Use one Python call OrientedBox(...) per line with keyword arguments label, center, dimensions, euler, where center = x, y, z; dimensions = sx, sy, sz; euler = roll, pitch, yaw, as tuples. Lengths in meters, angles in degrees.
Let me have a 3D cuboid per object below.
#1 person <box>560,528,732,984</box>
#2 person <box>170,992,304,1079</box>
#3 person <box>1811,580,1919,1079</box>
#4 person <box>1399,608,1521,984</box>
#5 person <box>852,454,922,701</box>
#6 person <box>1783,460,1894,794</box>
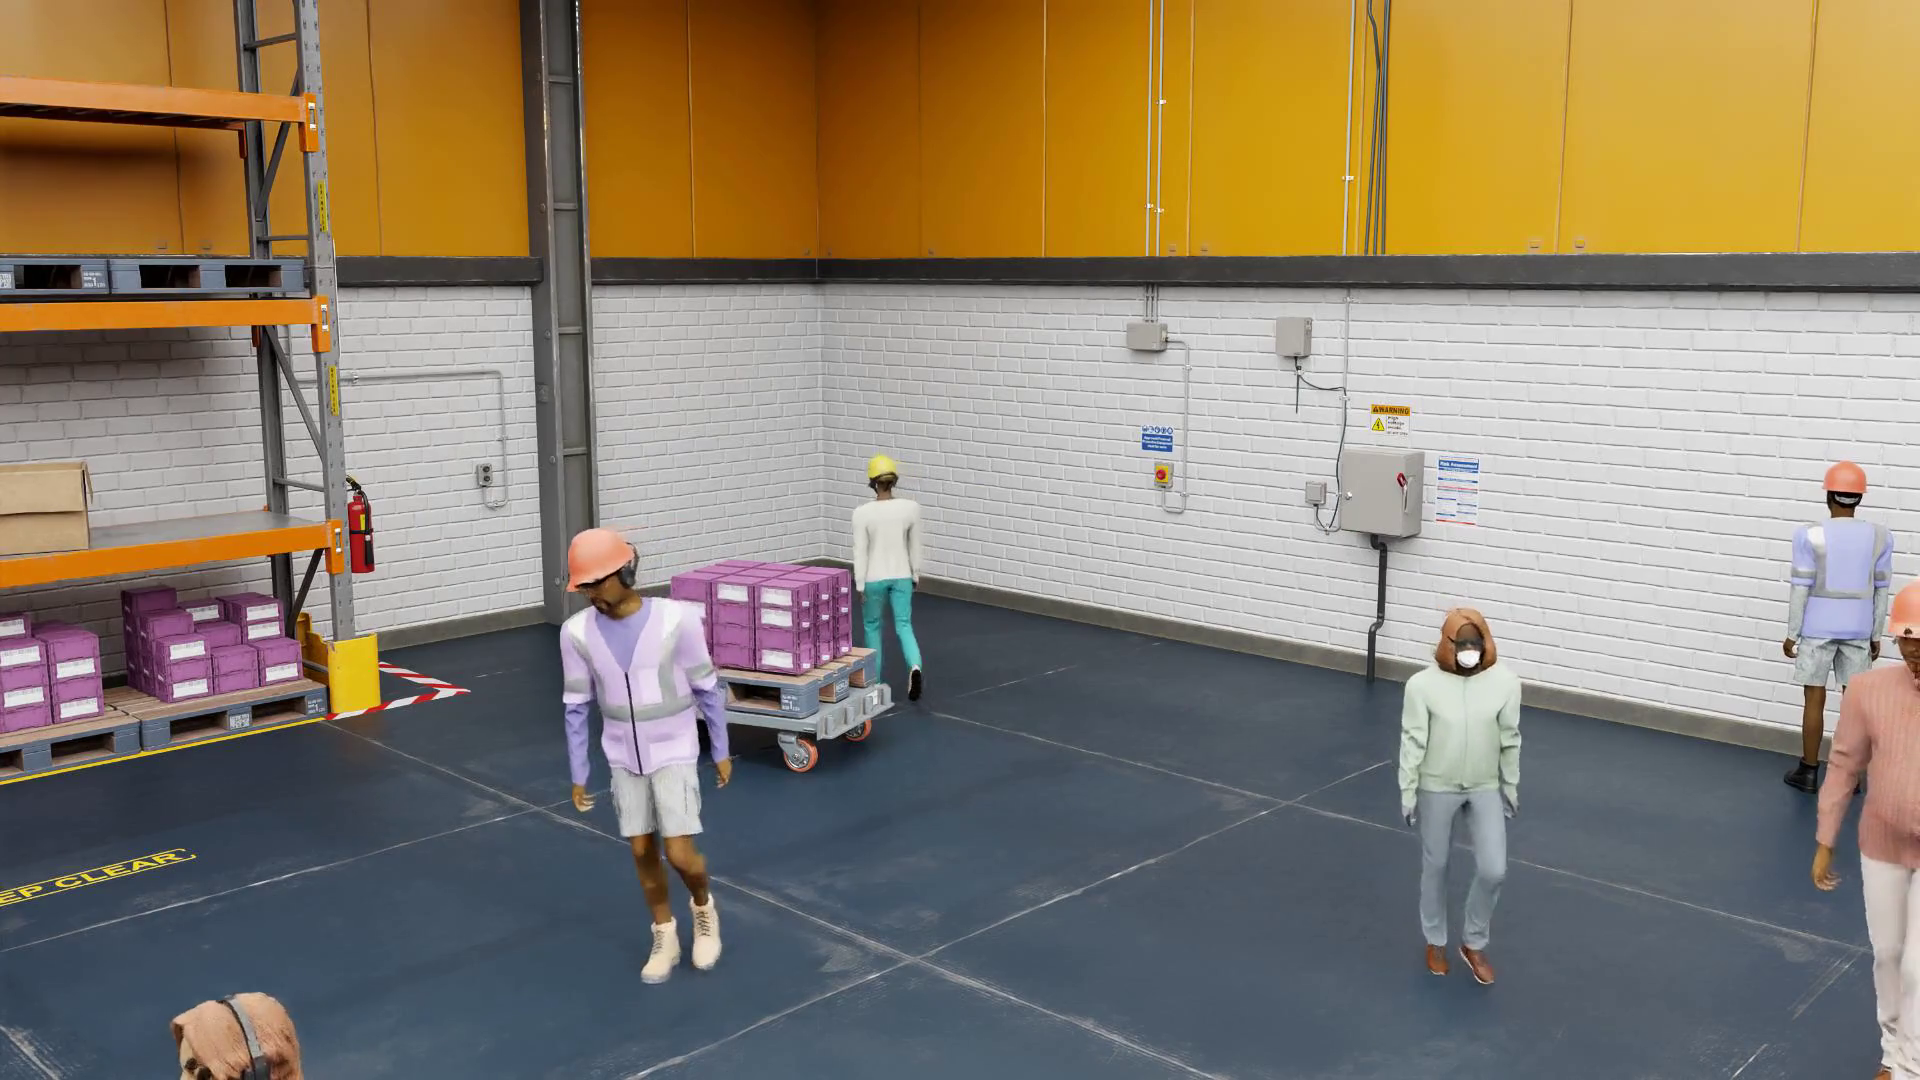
OrientedBox(label="person", center=(-1.325, 0.920, 6.946), dimensions=(0.658, 1.988, 0.619), euler=(2, 9, 10))
OrientedBox(label="person", center=(-1.396, 1.684, 3.341), dimensions=(0.522, 1.640, 0.308), euler=(7, 12, 39))
OrientedBox(label="person", center=(3.302, 1.114, 5.826), dimensions=(0.805, 1.959, 0.642), euler=(-7, 12, -38))
OrientedBox(label="person", center=(2.120, 1.088, 7.051), dimensions=(0.526, 1.615, 0.504), euler=(0, 9, 2))
OrientedBox(label="person", center=(-0.497, 0.269, 11.678), dimensions=(0.531, 1.748, 0.722), euler=(-4, 10, -21))
OrientedBox(label="person", center=(5.051, 0.508, 9.626), dimensions=(0.547, 1.938, 0.379), euler=(1, 9, 8))
